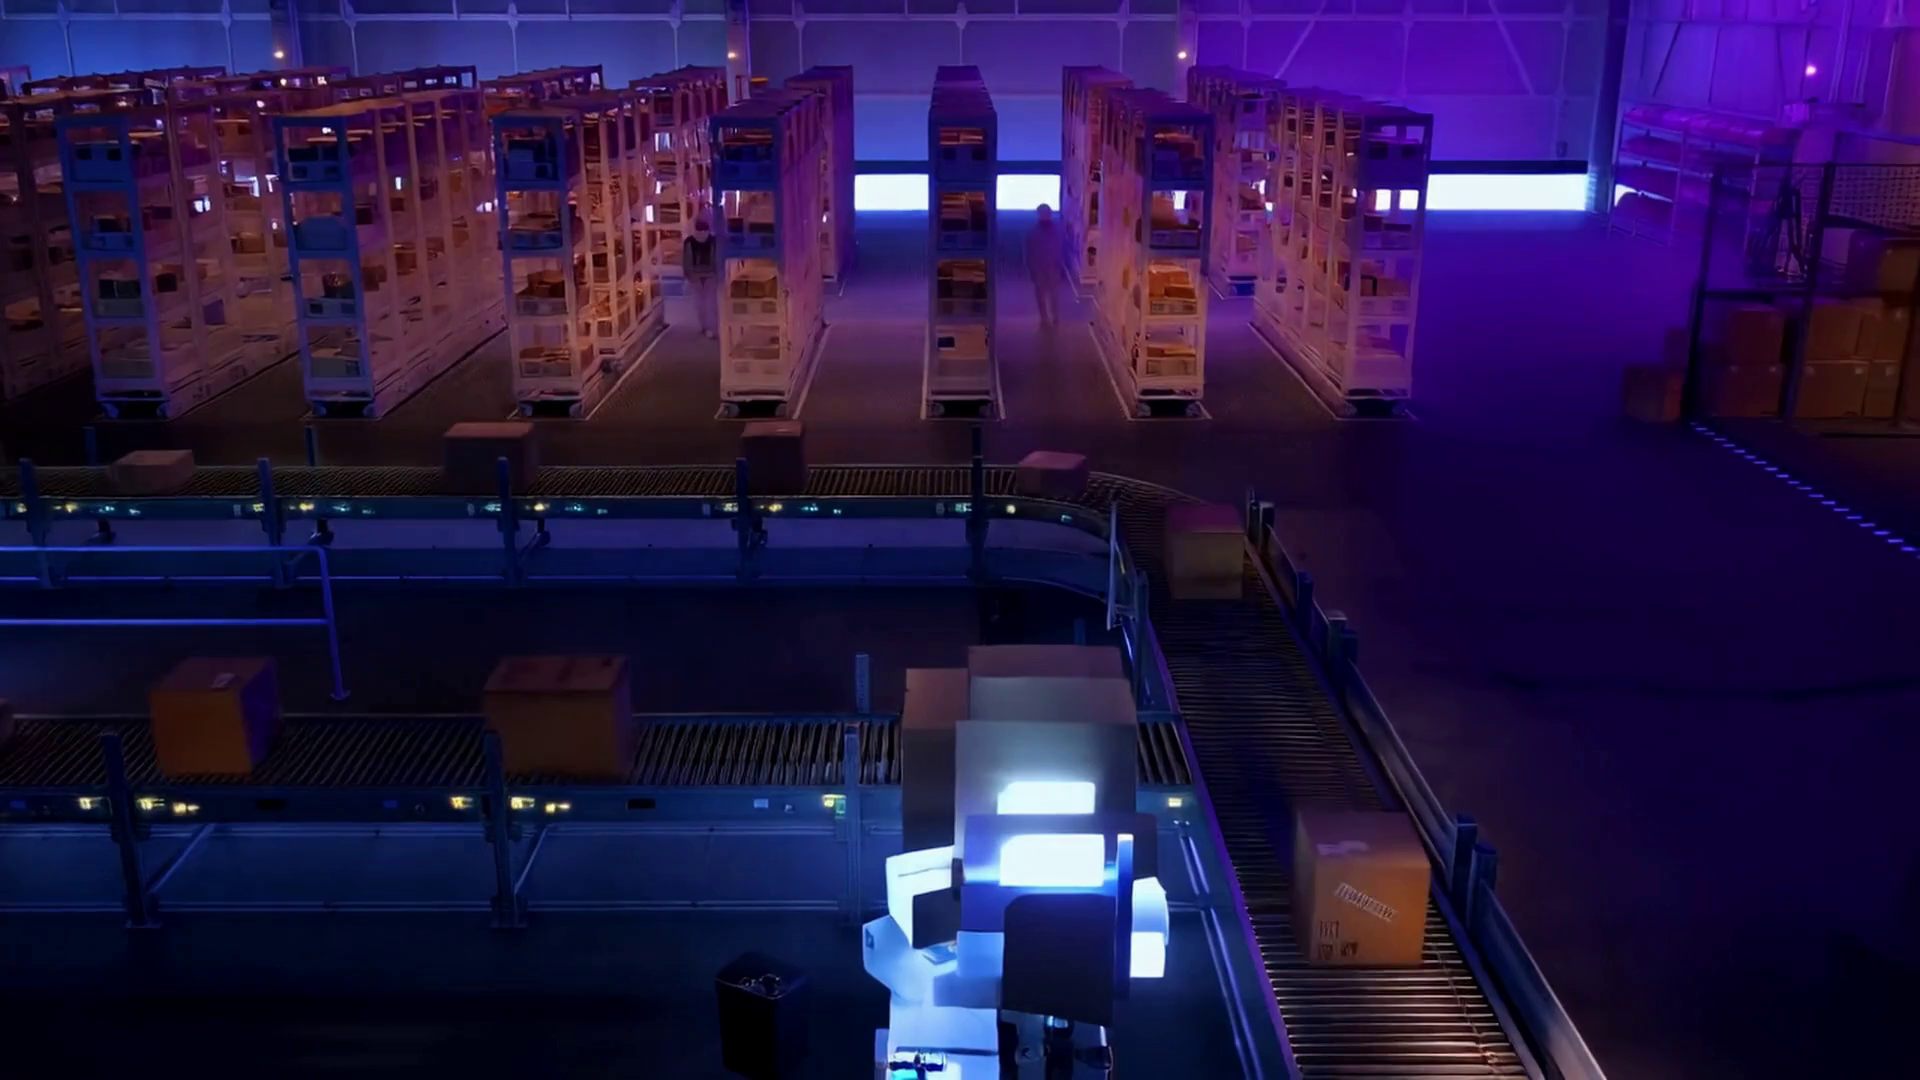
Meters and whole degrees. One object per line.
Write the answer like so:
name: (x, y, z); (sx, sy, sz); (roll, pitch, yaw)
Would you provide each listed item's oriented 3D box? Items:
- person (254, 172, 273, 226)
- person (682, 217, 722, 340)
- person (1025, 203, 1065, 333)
person: (-14.113, -6.817, 33.660); (0.389, 1.839, 0.563); (-3, 18, -10)
person: (-3.844, -3.946, 24.907); (0.591, 1.794, 0.915); (-1, 18, -2)
person: (1.294, -4.127, 25.226); (0.632, 1.937, 0.889); (-1, 18, -2)
